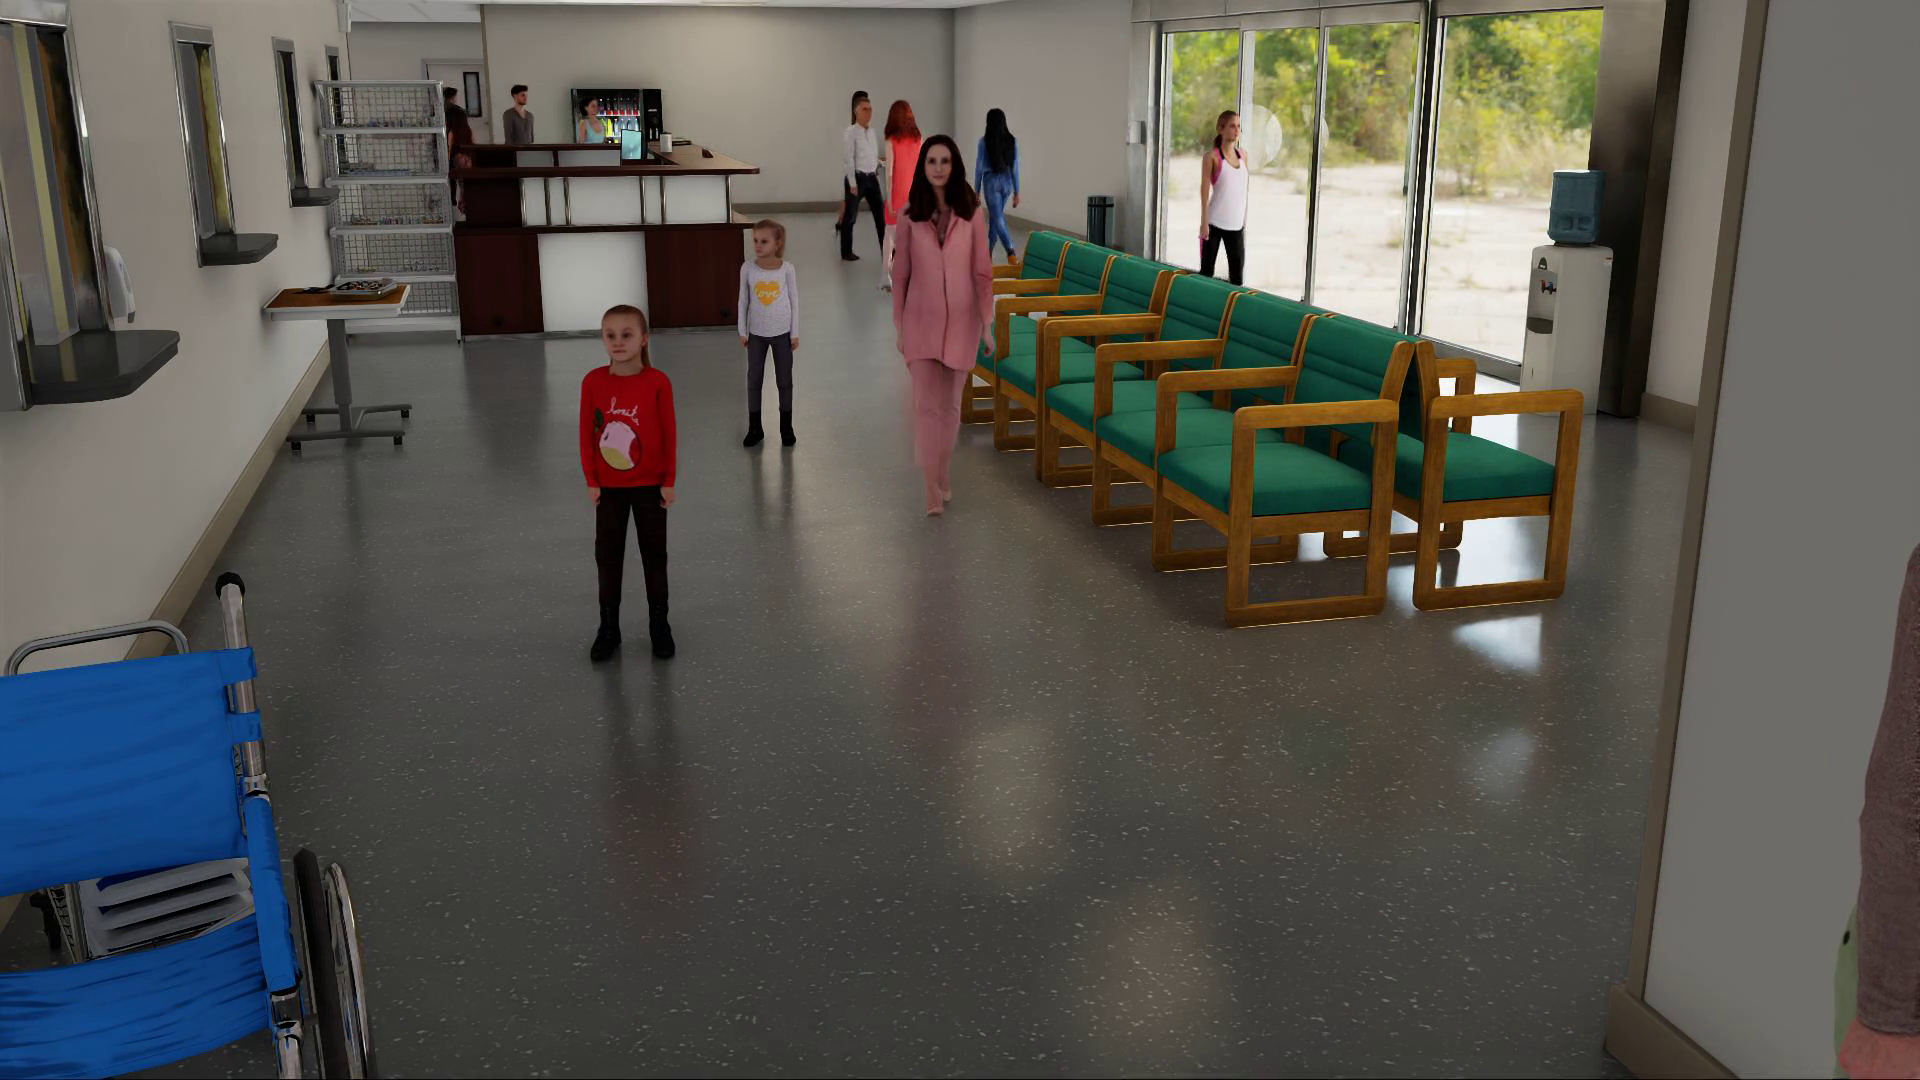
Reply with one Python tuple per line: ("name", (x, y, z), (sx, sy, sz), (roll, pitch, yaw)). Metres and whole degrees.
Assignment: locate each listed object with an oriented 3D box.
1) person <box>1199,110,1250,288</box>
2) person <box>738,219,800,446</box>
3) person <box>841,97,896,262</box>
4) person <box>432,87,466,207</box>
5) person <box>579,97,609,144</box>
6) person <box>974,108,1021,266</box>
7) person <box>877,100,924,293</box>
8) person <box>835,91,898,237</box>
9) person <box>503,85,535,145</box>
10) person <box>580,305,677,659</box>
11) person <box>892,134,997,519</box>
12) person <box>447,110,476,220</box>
("person", (2.000, -2.428, 13.041), (1.143, 1.741, 0.793), (-7, 17, -23))
("person", (-1.086, -1.191, 9.507), (0.481, 1.278, 0.595), (-1, 16, -2))
("person", (-1.144, -3.922, 18.284), (1.114, 1.773, 1.189), (15, 21, 42))
("person", (-8.075, -6.185, 26.219), (0.884, 1.822, 0.957), (1, 16, 5))
("person", (-4.693, -4.703, 21.144), (1.162, 1.724, 1.152), (10, 19, 33))
("person", (0.424, -3.582, 17.287), (1.225, 1.659, 0.833), (-7, 17, -24))
("person", (-0.449, -3.095, 15.339), (1.131, 1.778, 0.801), (-8, 17, -25))
("person", (-1.332, -4.709, 21.039), (1.106, 1.792, 0.592), (-4, 16, -13))
("person", (-5.887, -5.017, 21.988), (1.223, 1.869, 1.235), (12, 20, 36))
("person", (-1.195, -0.213, 6.033), (0.467, 1.281, 0.583), (-2, 16, -6))
("person", (-0.080, -1.007, 7.958), (1.023, 1.764, 0.817), (-1, 16, -5))
("person", (-7.070, -5.350, 23.810), (1.013, 1.522, 0.945), (-13, 20, -39))
